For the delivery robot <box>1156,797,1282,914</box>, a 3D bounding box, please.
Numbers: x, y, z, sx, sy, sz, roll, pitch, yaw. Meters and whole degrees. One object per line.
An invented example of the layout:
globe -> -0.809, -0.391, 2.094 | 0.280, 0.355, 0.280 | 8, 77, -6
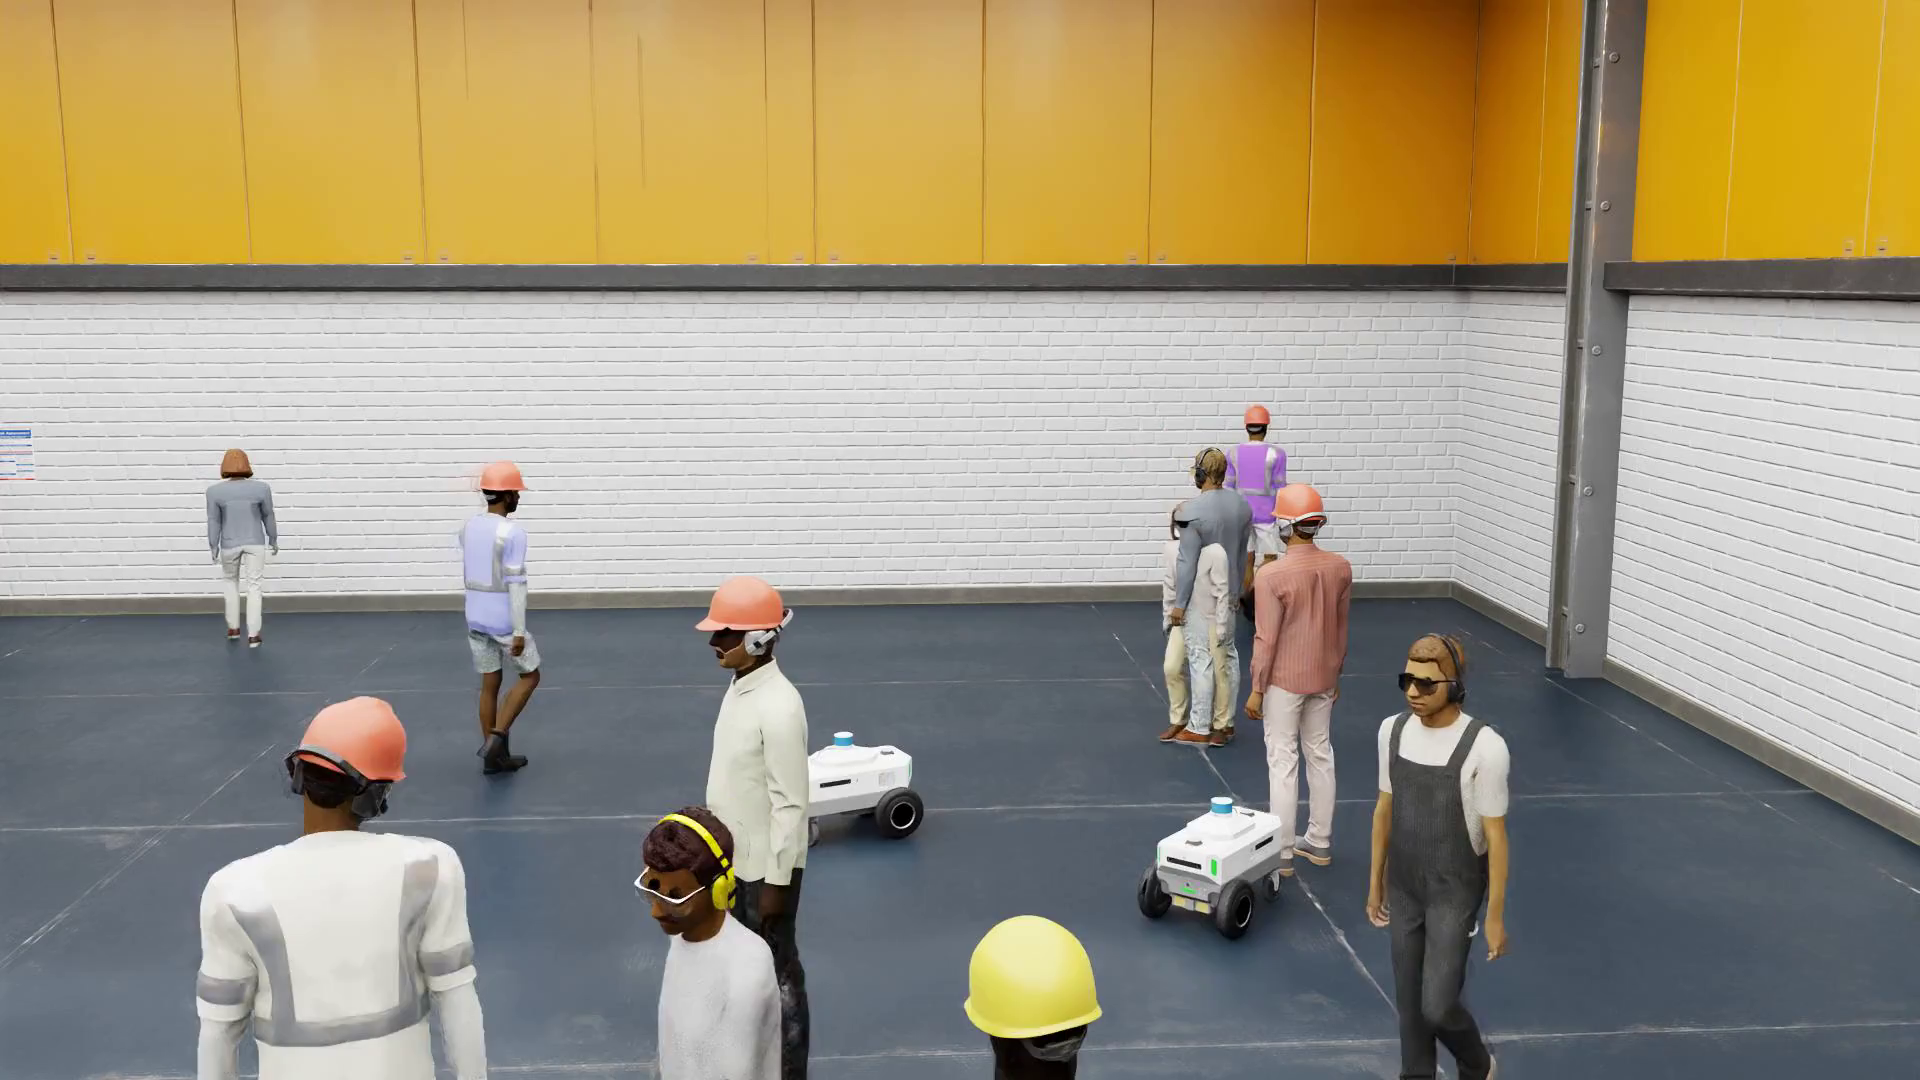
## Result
delivery robot -> 1.236, 1.463, 7.885 | 0.477, 0.478, 0.707 | 7, 11, 37

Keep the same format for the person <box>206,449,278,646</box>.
person -> -5.914, 0.051, 13.740 | 0.515, 1.615, 0.641 | -3, 10, -18

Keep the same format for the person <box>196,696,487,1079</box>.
person -> -1.527, 1.397, 4.125 | 0.676, 1.993, 0.695 | -5, 10, -26

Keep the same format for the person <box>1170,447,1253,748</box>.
person -> 1.602, 0.368, 10.726 | 0.630, 1.940, 0.372 | -8, 12, -40

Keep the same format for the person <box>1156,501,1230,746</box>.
person -> 1.524, 0.537, 10.683 | 0.504, 1.607, 0.390 | 9, 12, 43

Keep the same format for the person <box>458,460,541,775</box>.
person -> -2.780, 0.476, 10.092 | 0.553, 1.920, 0.422 | 6, 11, 31

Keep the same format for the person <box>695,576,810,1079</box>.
person -> -0.724, 1.110, 5.891 | 0.382, 1.995, 0.612 | -4, 10, -24

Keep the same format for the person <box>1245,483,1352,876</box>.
person -> 1.706, 0.704, 8.440 | 0.609, 1.995, 0.376 | -6, 11, -32

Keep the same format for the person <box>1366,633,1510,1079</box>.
person -> 1.641, 1.216, 5.726 | 0.442, 1.834, 0.543 | -7, 11, -36

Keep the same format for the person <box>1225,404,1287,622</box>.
person -> 2.552, -0.215, 14.431 | 0.568, 1.923, 0.652 | 5, 10, 29

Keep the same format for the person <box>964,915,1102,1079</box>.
person -> 0.146, 1.609, 2.979 | 0.593, 1.922, 0.383 | -9, 13, -44

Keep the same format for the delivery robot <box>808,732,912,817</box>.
delivery robot -> -0.630, 1.285, 9.003 | 0.707, 0.478, 0.477 | -5, 10, -28

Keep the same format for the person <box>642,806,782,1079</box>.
person -> -0.521, 1.499, 3.999 | 0.887, 1.830, 0.512 | -6, 11, -35
